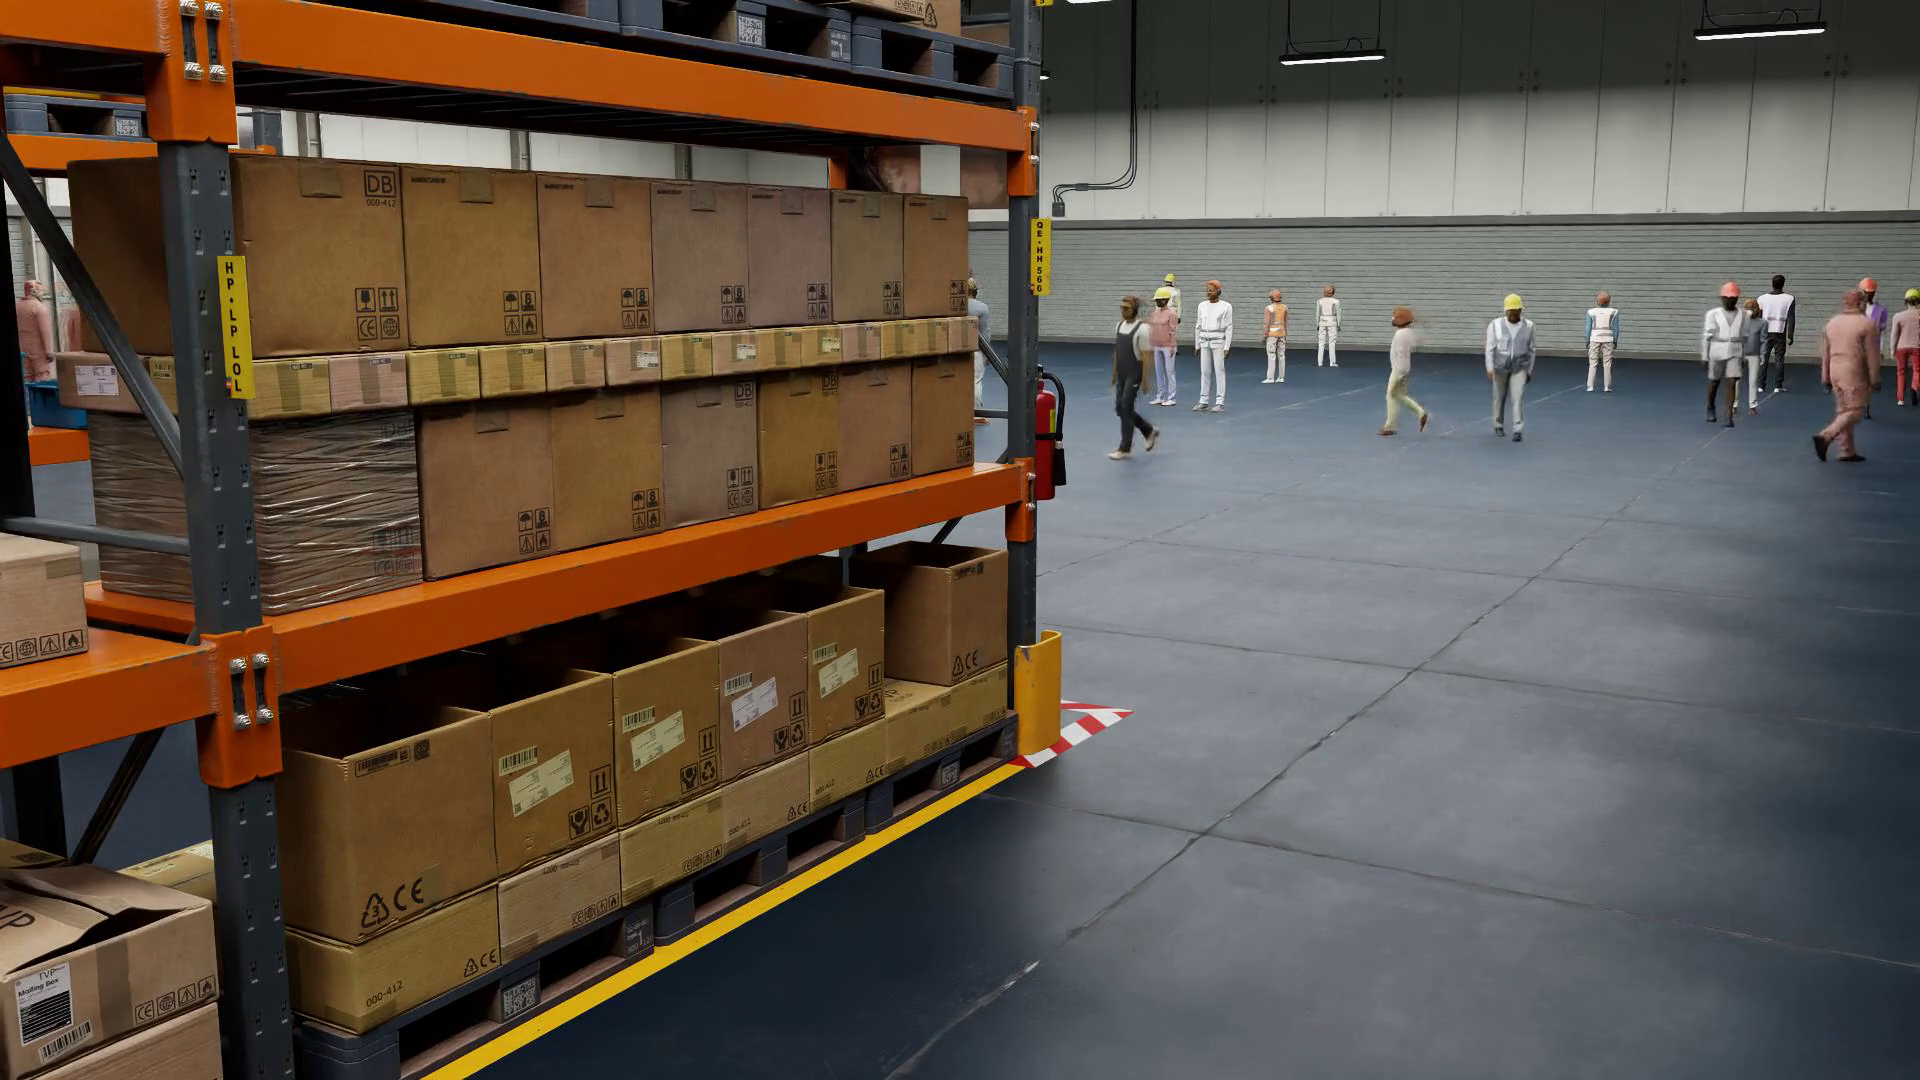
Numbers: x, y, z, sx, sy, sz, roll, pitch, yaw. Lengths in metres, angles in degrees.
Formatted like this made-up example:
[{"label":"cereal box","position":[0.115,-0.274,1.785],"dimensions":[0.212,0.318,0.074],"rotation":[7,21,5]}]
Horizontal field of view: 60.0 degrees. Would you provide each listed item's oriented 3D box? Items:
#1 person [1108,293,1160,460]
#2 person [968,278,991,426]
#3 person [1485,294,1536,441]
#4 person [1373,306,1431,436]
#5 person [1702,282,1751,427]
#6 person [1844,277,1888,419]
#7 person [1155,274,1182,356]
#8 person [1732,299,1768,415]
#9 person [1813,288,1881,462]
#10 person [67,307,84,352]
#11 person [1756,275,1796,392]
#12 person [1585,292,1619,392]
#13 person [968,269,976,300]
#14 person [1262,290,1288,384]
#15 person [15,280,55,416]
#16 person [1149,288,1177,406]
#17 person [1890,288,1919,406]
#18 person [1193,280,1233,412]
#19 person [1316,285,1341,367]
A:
[{"label":"person","position":[1.924,-1.802,18.326],"dimensions":[0.680,1.827,0.526],"rotation":[-5,11,-29]},{"label":"person","position":[0.128,-2.464,21.866],"dimensions":[0.632,1.940,0.372],"rotation":[5,11,29]},{"label":"person","position":[6.717,-2.119,20.344],"dimensions":[0.594,1.786,0.882],"rotation":[2,10,14]},{"label":"person","position":[5.475,-2.078,20.527],"dimensions":[0.607,1.617,0.509],"rotation":[4,11,24]},{"label":"person","position":[10.124,-2.468,22.040],"dimensions":[0.557,1.901,0.956],"rotation":[3,10,15]},{"label":"person","position":[12.364,-2.618,22.773],"dimensions":[0.551,1.934,0.373],"rotation":[4,10,21]},{"label":"person","position":[4.646,-4.999,37.011],"dimensions":[0.591,1.833,0.404],"rotation":[4,11,24]},{"label":"person","position":[11.112,-2.583,23.477],"dimensions":[0.494,1.627,0.280],"rotation":[4,11,24]},{"label":"person","position":[9.517,-1.755,17.850],"dimensions":[0.753,1.885,0.649],"rotation":[-2,10,-14]},{"label":"person","position":[-9.533,-1.882,18.360],"dimensions":[0.637,1.969,0.692],"rotation":[6,12,33]},{"label":"person","position":[13.374,-3.384,27.303],"dimensions":[0.596,1.921,0.384],"rotation":[7,12,37]},{"label":"person","position":[10.509,-3.235,27.242],"dimensions":[0.514,1.644,0.308],"rotation":[4,10,20]},{"label":"person","position":[0.192,-5.785,41.401],"dimensions":[0.402,1.906,0.652],"rotation":[-4,10,-21]},{"label":"person","position":[5.520,-3.553,29.117],"dimensions":[0.511,1.640,0.308],"rotation":[-5,11,-29]},{"label":"person","position":[-12.686,-2.618,22.875],"dimensions":[0.649,1.901,0.401],"rotation":[5,11,26]},{"label":"person","position":[3.026,-2.882,24.845],"dimensions":[0.348,1.756,0.518],"rotation":[-7,12,-37]},{"label":"person","position":[14.044,-2.836,24.576],"dimensions":[0.545,1.749,0.568],"rotation":[5,11,25]},{"label":"person","position":[3.619,-2.775,23.847],"dimensions":[0.576,1.883,0.354],"rotation":[8,12,38]},{"label":"person","position":[7.422,-4.303,33.506],"dimensions":[0.523,1.640,0.306],"rotation":[6,11,31]}]
